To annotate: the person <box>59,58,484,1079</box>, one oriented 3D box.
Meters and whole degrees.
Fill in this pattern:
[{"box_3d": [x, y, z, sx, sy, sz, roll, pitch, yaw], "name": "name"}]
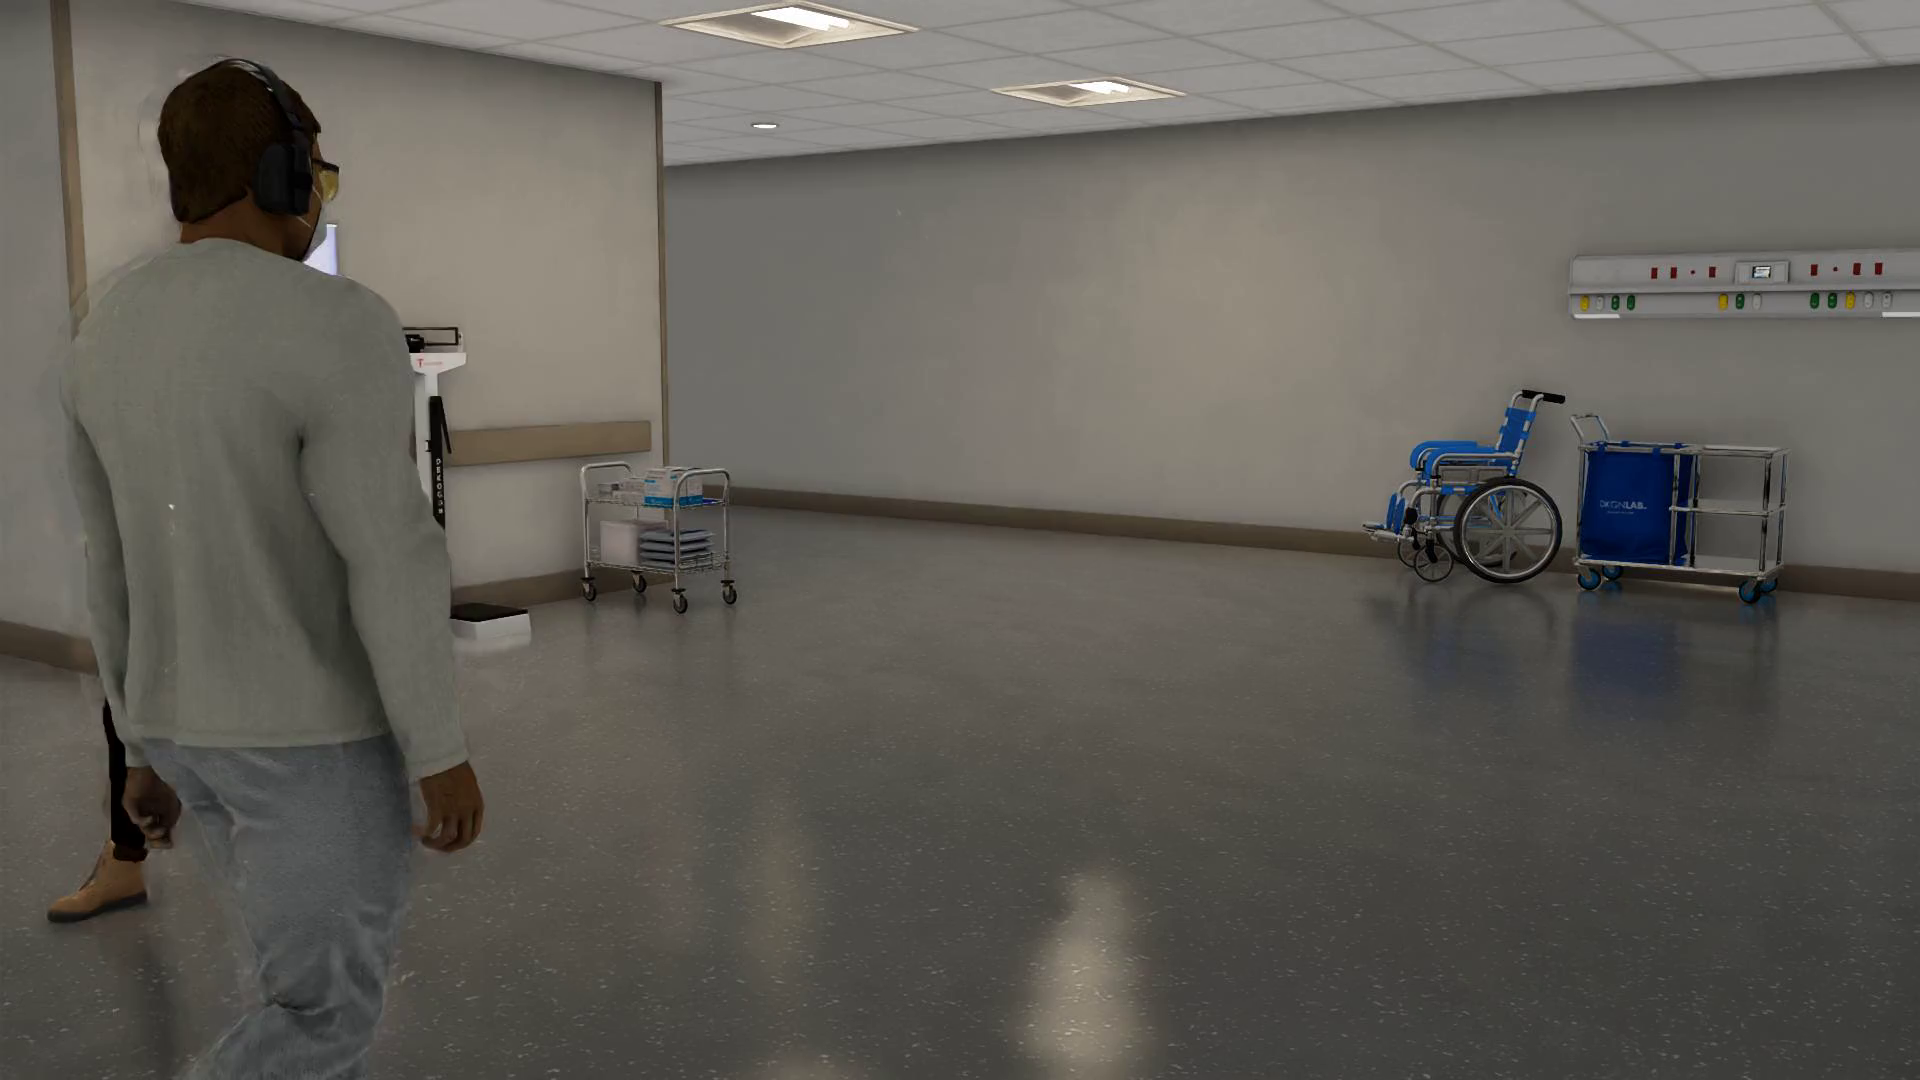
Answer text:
[{"box_3d": [-1.033, 0.285, 2.354, 0.634, 1.918, 0.856, 5, 8, 33], "name": "person"}]
